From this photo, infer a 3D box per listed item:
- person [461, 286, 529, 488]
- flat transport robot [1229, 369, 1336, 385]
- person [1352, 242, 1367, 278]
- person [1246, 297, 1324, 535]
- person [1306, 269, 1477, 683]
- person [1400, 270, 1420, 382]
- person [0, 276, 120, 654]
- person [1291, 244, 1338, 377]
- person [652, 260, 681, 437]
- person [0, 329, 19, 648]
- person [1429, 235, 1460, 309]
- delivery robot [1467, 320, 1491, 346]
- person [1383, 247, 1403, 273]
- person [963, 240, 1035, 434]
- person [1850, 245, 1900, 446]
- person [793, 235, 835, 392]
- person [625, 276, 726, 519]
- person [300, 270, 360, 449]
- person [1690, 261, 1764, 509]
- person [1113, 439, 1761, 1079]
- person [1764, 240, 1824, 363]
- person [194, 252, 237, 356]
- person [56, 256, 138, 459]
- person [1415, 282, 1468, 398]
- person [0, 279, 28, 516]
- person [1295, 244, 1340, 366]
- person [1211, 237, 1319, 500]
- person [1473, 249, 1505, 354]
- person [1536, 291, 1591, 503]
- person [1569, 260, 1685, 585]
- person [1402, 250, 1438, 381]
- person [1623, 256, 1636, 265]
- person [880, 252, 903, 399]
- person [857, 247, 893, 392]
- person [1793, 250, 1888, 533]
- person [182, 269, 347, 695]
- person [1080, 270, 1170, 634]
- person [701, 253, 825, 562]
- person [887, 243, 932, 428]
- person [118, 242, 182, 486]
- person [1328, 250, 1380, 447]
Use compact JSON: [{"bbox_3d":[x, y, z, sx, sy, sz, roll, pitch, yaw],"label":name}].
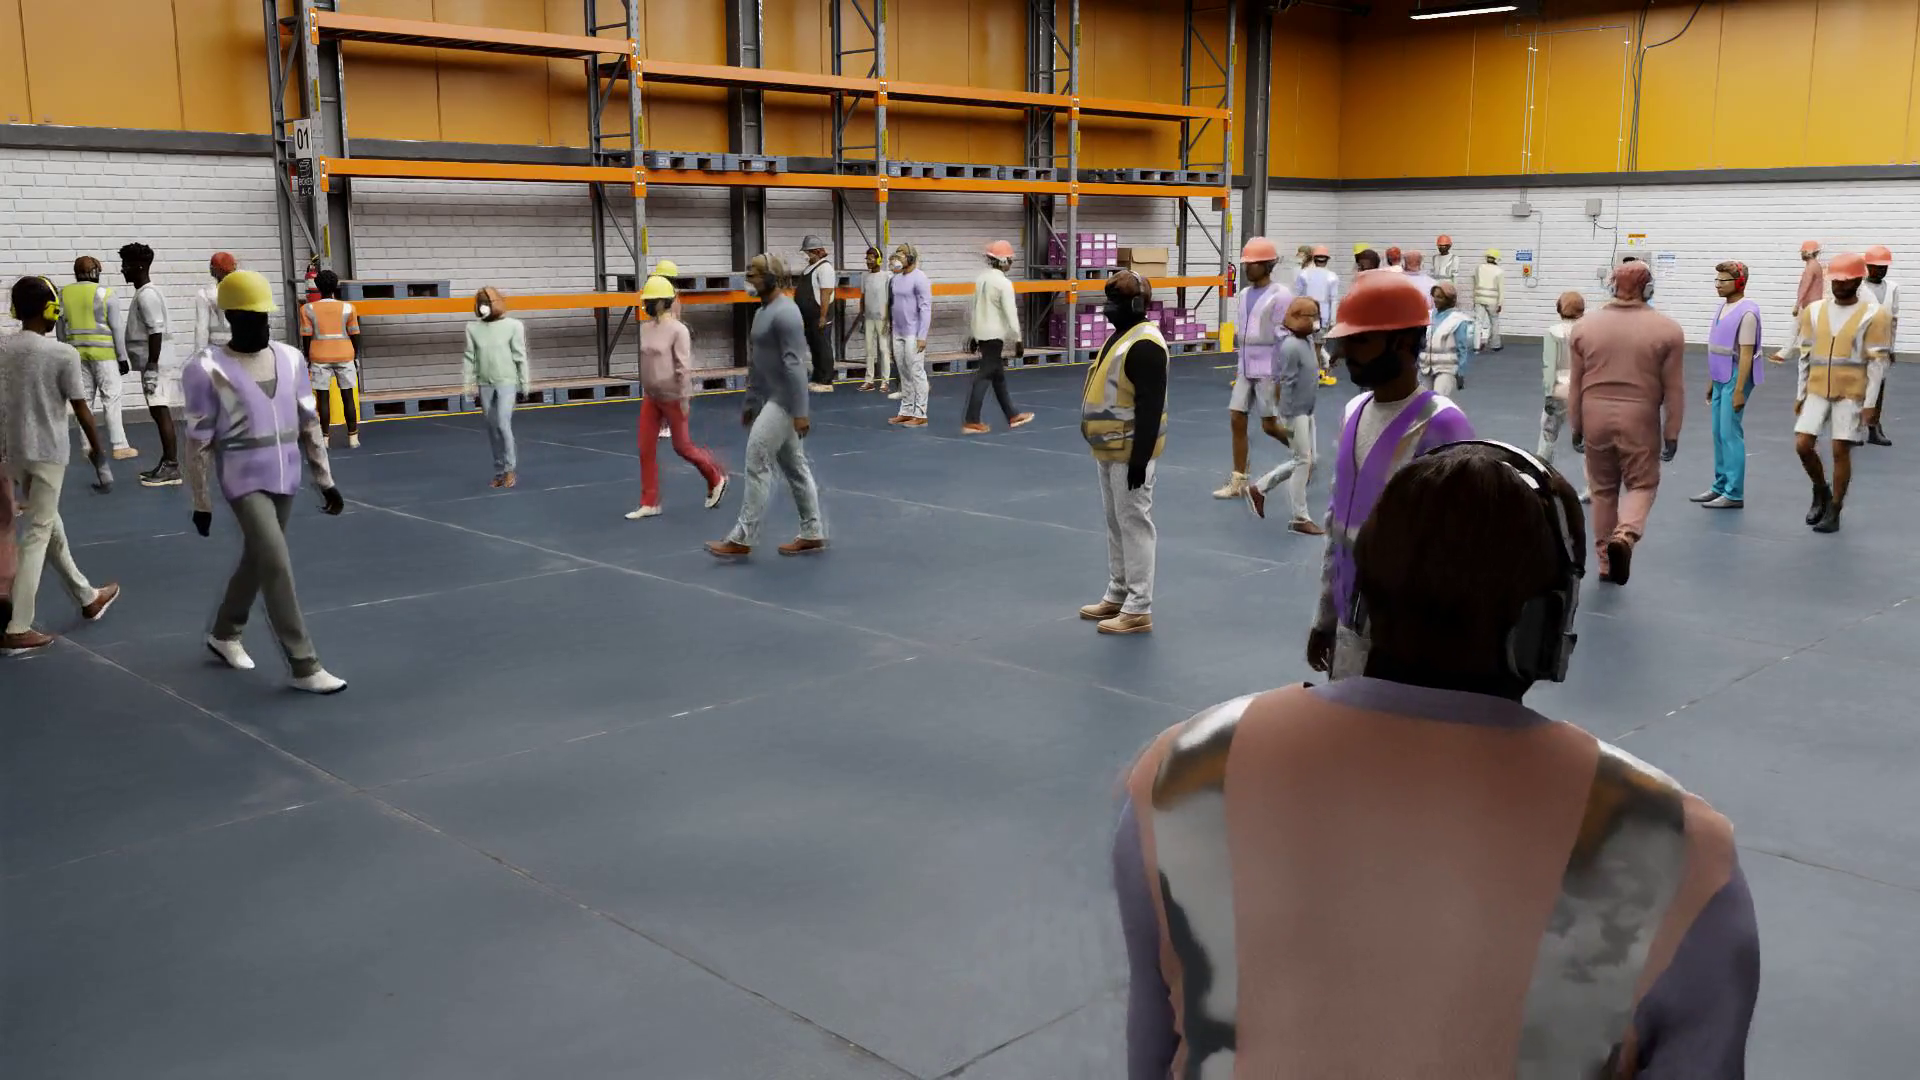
[{"bbox_3d":[-3.729,-1.212,13.287,0.534,1.616,0.474,2,11,10],"label":"person"},{"bbox_3d":[4.311,-2.163,22.168,1.431,0.197,0.652,-9,14,-40],"label":"flat transport robot"},{"bbox_3d":[7.097,-4.328,29.538,0.411,1.900,0.585,-4,11,-19],"label":"person"},{"bbox_3d":[2.251,-0.845,11.317,0.555,1.618,0.504,6,12,29],"label":"person"},{"bbox_3d":[1.188,0.217,4.709,0.378,1.927,0.566,-4,11,-19],"label":"person"},{"bbox_3d":[5.412,-2.449,20.089,0.568,1.591,0.732,4,11,23],"label":"person"},{"bbox_3d":[-4.527,-0.399,8.316,0.550,1.813,0.955,2,11,11],"label":"person"},{"bbox_3d":[4.861,-3.129,23.000,0.902,1.912,0.642,-4,11,-19],"label":"person"},{"bbox_3d":[-2.929,-1.921,16.762,0.301,1.772,0.531,-1,10,-5],"label":"person"},{"bbox_3d":[-4.926,-0.400,8.196,0.651,1.870,0.861,-8,13,-37],"label":"person"},{"bbox_3d":[9.039,-4.694,31.173,0.418,2.033,0.607,-8,13,-36],"label":"person"},{"bbox_3d":[8.791,-3.549,28.697,0.707,0.478,0.477,3,11,17],"label":"delivery robot"},{"bbox_3d":[6.167,-3.211,23.545,0.613,1.852,0.760,2,11,10],"label":"person"},{"bbox_3d":[0.417,-2.080,17.096,0.966,1.956,0.659,-5,12,-27],"label":"person"},{"bbox_3d":[8.765,-1.863,16.010,0.549,1.932,0.388,-1,10,-7],"label":"person"},{"bbox_3d":[-1.902,-2.944,21.595,0.535,2.000,0.678,-5,11,-25],"label":"person"},{"bbox_3d":[-2.070,-1.040,12.029,0.523,1.741,0.785,9,14,40],"label":"person"},{"bbox_3d":[-5.957,-1.704,15.774,0.540,1.696,0.316,-5,12,-26],"label":"person"},{"bbox_3d":[5.747,-1.148,12.372,0.386,1.836,0.567,1,10,7],"label":"person"},{"bbox_3d":[0.460,0.807,1.732,0.650,1.821,0.494,6,12,28],"label":"person"},{"bbox_3d":[13.234,-3.696,25.981,1.020,1.941,0.638,7,12,33],"label":"person"},{"bbox_3d":[-6.742,-1.691,15.246,0.774,1.859,0.606,9,14,40],"label":"person"},{"bbox_3d":[-7.828,-1.644,15.073,0.619,1.838,0.430,1,10,3],"label":"person"},{"bbox_3d":[4.354,-1.514,14.969,0.721,1.611,0.518,-7,13,-34],"label":"person"},{"bbox_3d":[-7.013,-1.109,12.048,0.329,1.877,0.508,-3,11,-15],"label":"person"},{"bbox_3d":[4.613,-2.885,21.652,0.602,1.902,0.728,3,11,15],"label":"person"},{"bbox_3d":[2.377,-1.314,12.798,0.868,2.018,0.616,-6,12,-29],"label":"person"},{"bbox_3d":[9.050,-4.071,28.446,0.621,1.772,0.907,9,14,39],"label":"person"},{"bbox_3d":[4.659,-1.099,12.753,0.555,1.583,0.881,-3,11,-14],"label":"person"},{"bbox_3d":[3.790,-0.652,9.540,0.647,1.886,0.665,7,13,34],"label":"person"},{"bbox_3d":[4.926,-2.247,18.307,0.664,1.852,0.986,1,10,6],"label":"person"},{"bbox_3d":[10.863,-3.750,26.955,0.428,1.683,0.545,7,13,35],"label":"person"},{"bbox_3d":[-0.715,-2.642,20.570,0.446,1.820,0.511,-10,14,-42],"label":"person"},{"bbox_3d":[-1.089,-2.851,21.575,0.516,1.865,0.325,5,12,27],"label":"person"},{"bbox_3d":[5.944,-0.995,11.299,0.413,1.918,0.565,-9,14,-40],"label":"person"},{"bbox_3d":[-3.180,-0.275,7.503,1.009,1.883,0.590,5,12,26],"label":"person"},{"bbox_3d":[0.834,-0.449,8.529,0.429,1.846,0.633,-2,11,-10],"label":"person"},{"bbox_3d":[-1.261,-0.815,10.344,0.917,1.901,0.661,-3,11,-17],"label":"person"},{"bbox_3d":[-0.537,-2.158,17.591,0.355,1.938,0.637,-6,12,-32],"label":"person"},{"bbox_3d":[-6.573,-1.425,13.514,0.366,1.964,0.610,-5,11,-24],"label":"person"},{"bbox_3d":[3.718,-1.746,15.510,0.943,1.877,0.618,-7,12,-33],"label":"person"}]
